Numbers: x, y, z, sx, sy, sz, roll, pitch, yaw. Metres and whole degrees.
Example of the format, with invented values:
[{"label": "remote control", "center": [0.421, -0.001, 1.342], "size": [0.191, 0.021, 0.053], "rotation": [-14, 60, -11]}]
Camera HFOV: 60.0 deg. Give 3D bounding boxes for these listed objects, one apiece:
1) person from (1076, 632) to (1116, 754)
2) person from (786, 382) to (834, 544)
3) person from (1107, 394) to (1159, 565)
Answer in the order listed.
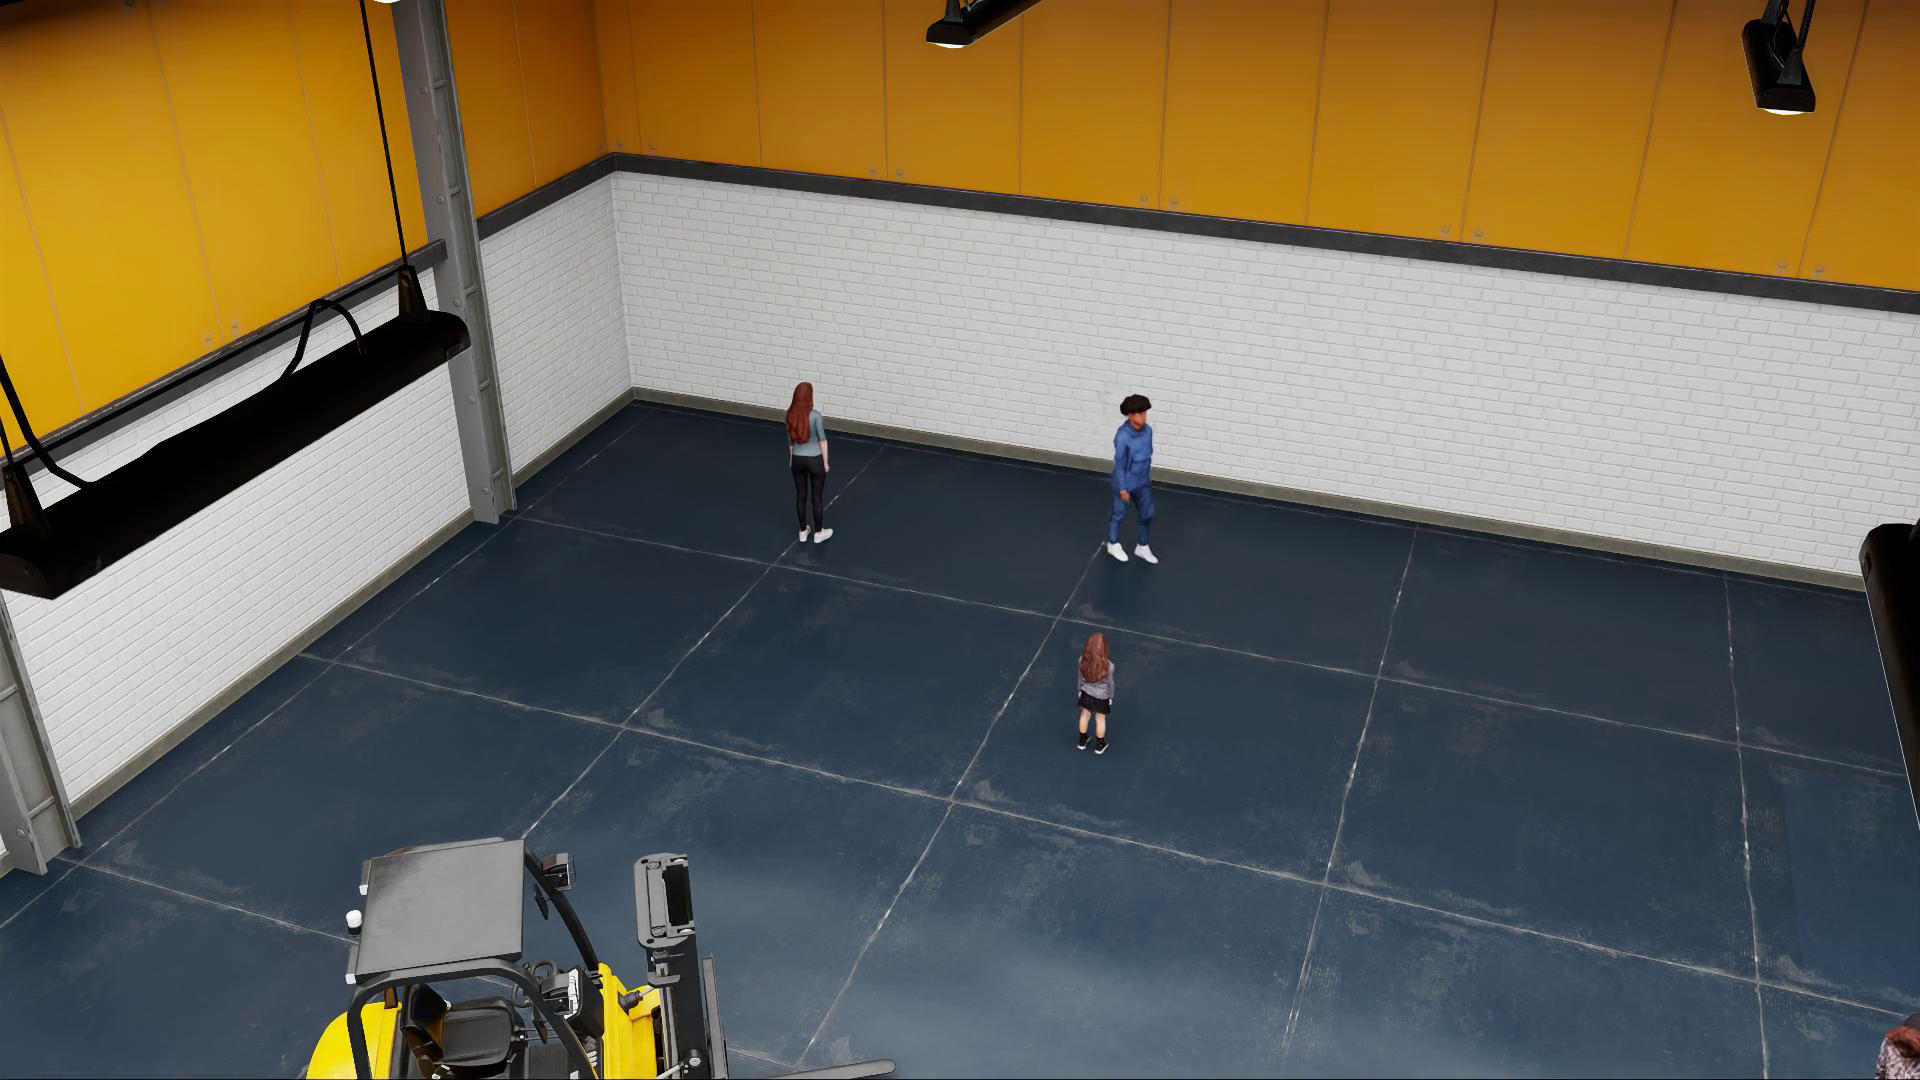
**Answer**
[{"label": "person", "center": [1.113, 1.249, 13.747], "size": [0.474, 1.105, 0.453], "rotation": [12, 31, 21]}, {"label": "person", "center": [-1.536, -0.783, 16.806], "size": [0.564, 1.743, 0.527], "rotation": [10, 30, 17]}, {"label": "person", "center": [1.629, -0.627, 16.466], "size": [0.863, 1.796, 0.921], "rotation": [-19, 34, -31]}]
